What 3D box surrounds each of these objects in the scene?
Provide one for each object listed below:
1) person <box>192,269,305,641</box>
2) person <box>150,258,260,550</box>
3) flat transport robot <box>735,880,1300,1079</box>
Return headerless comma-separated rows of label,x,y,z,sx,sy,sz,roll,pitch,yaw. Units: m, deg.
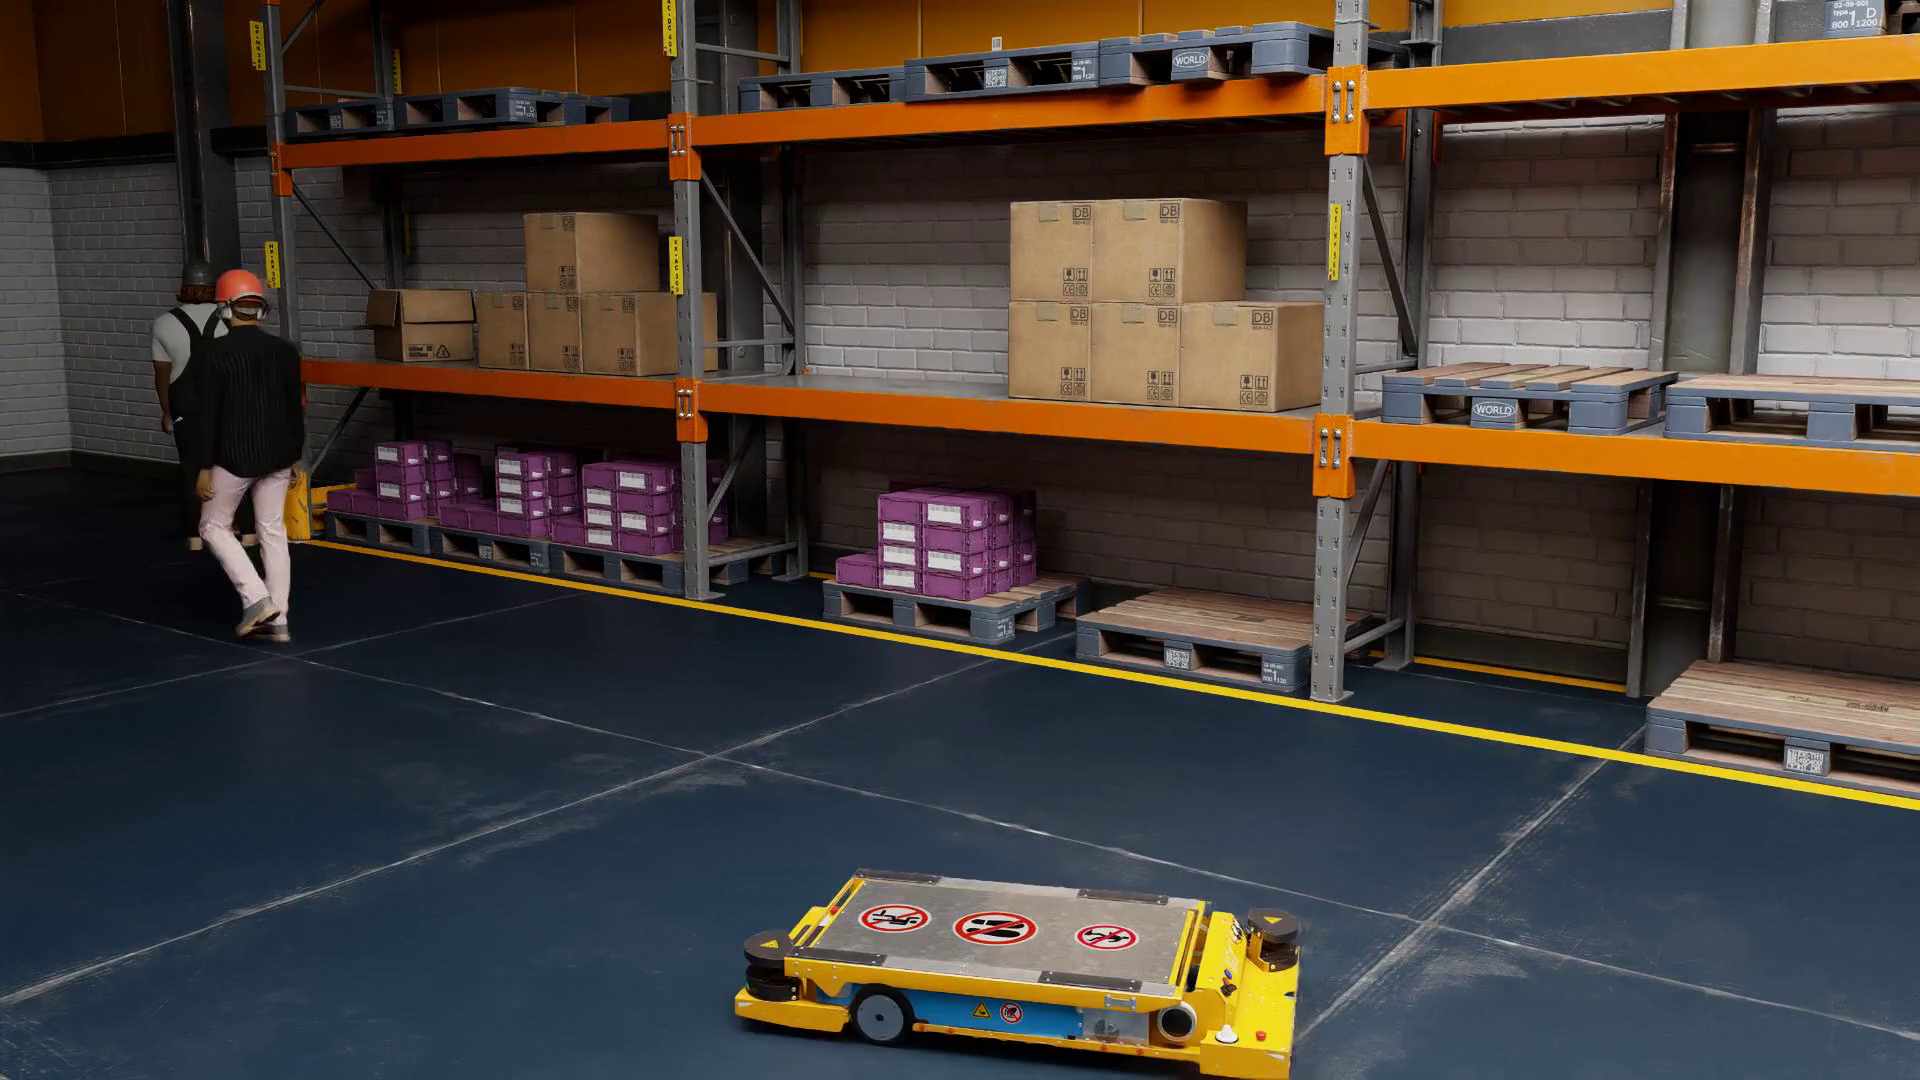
person,-3.744,-0.427,8.766,0.440,1.976,0.649,7,12,34
person,-5.287,-0.952,11.711,0.673,2.000,0.535,-4,10,-22
flat transport robot,0.178,1.143,4.495,1.431,0.197,0.652,2,10,13
